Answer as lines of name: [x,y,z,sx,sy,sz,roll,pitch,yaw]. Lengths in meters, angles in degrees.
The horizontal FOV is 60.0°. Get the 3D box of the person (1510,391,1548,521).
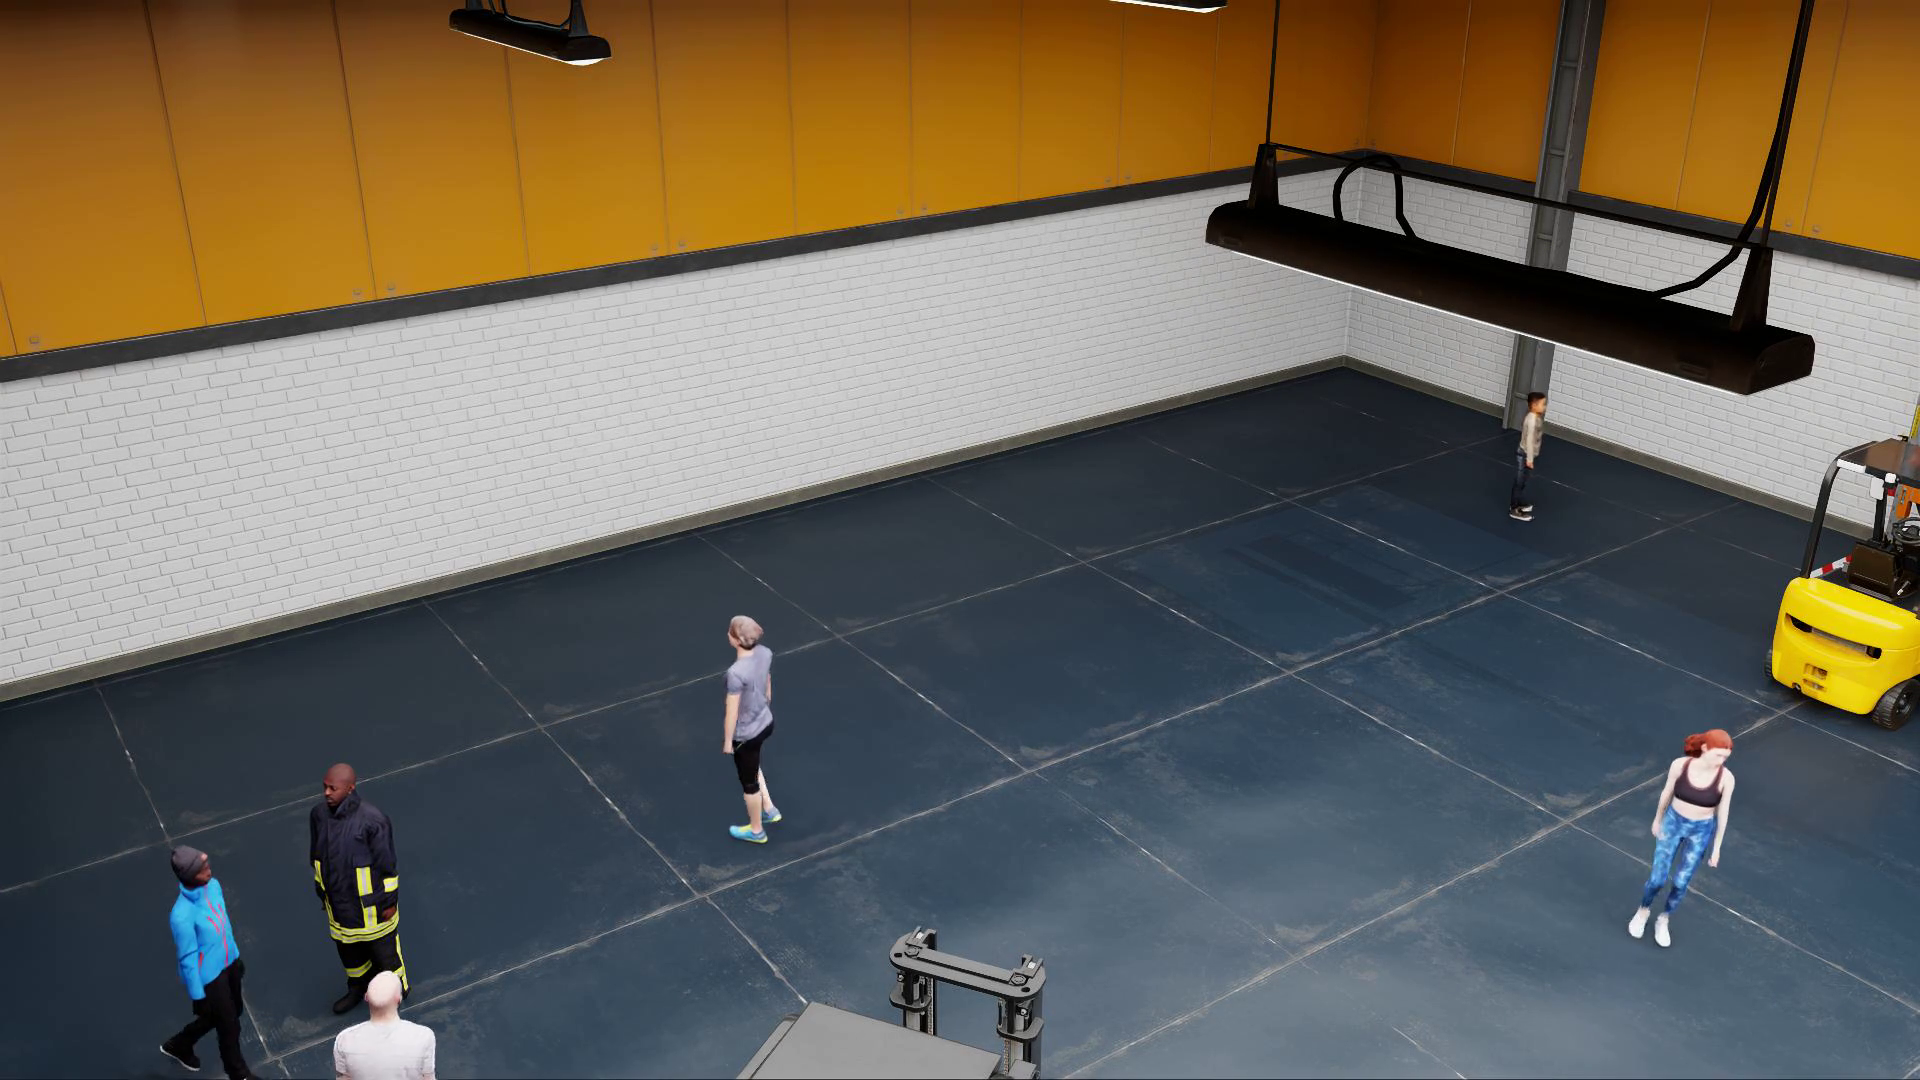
person: [6.275,-0.961,18.393,0.673,1.459,0.690,7,25,16]

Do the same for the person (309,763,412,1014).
person: [-3.859,2.221,10.659,0.846,1.822,0.926,6,24,14]

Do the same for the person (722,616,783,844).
person: [-1.489,1.432,12.391,0.834,1.883,0.804,10,25,21]

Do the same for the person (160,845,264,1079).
person: [-4.541,2.575,9.904,1.004,1.780,1.000,1,24,2]

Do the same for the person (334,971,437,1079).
person: [-2.965,3.112,8.648,0.998,1.802,1.200,-4,24,-9]

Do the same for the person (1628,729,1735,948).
person: [4.886,1.998,11.263,0.709,1.749,0.794,17,29,34]
